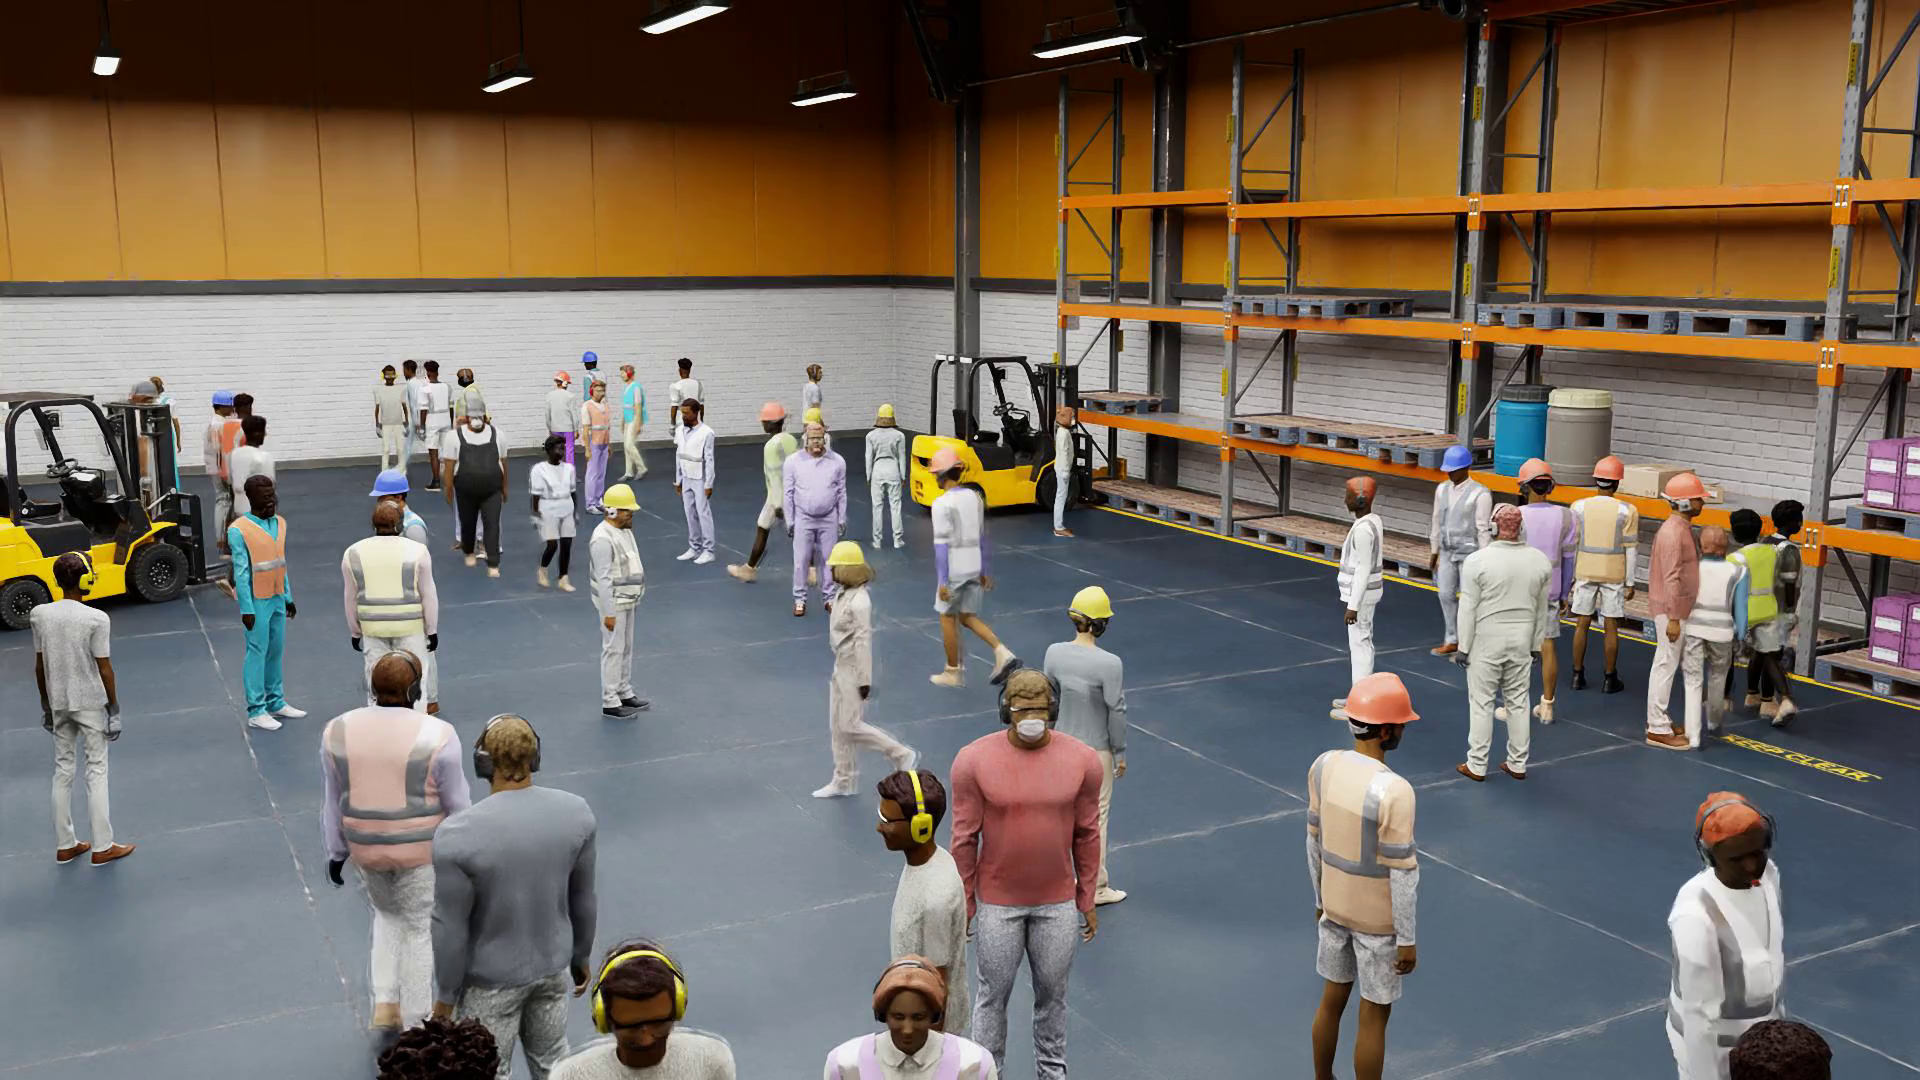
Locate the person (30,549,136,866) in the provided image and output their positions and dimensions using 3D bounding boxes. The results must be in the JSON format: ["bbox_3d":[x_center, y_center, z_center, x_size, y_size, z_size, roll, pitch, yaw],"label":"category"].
[{"bbox_3d":[-5.146,0.984,9.729,0.512,1.861,0.325,1,10,7],"label":"person"}]

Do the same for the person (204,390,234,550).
[{"bbox_3d":[-8.855,-0.839,20.014,0.424,1.934,0.617,-4,11,-24],"label":"person"}]

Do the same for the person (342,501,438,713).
[{"bbox_3d":[-4.003,0.636,11.774,0.634,1.841,0.429,-1,10,-4],"label":"person"}]

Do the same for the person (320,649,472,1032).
[{"bbox_3d":[-2.499,1.388,7.483,0.658,1.826,0.460,1,10,7],"label":"person"}]

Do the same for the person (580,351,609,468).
[{"bbox_3d":[-6.065,-2.159,27.597,0.416,1.939,0.604,3,10,18],"label":"person"}]

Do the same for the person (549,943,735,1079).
[{"bbox_3d":[-0.871,1.912,4.481,0.519,1.828,0.861,-5,11,-25],"label":"person"}]

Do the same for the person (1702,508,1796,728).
[{"bbox_3d":[6.045,0.582,12.617,0.527,1.652,0.844,-2,10,-14],"label":"person"}]

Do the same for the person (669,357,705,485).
[{"bbox_3d":[-4.195,-1.816,25.526,0.614,1.964,0.361,-9,13,-41],"label":"person"}]

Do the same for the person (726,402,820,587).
[{"bbox_3d":[-1.978,-0.481,17.783,1.073,1.982,0.617,4,11,23],"label":"person"}]

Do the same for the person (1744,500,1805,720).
[{"bbox_3d":[6.303,0.523,12.833,0.317,1.697,0.540,1,10,3],"label":"person"}]

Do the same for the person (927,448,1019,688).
[{"bbox_3d":[0.063,0.255,13.546,0.772,2.004,0.617,7,12,36],"label":"person"}]

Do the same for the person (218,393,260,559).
[{"bbox_3d":[-8.382,-0.762,19.580,0.617,1.911,0.853,9,13,41],"label":"person"}]

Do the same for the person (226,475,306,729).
[{"bbox_3d":[-5.269,0.456,12.591,0.391,1.920,0.593,2,10,10],"label":"person"}]

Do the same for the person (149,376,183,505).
[{"bbox_3d":[-11.188,-1.364,23.278,0.513,1.844,0.328,-6,11,-29],"label":"person"}]

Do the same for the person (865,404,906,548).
[{"bbox_3d":[-0.896,-0.775,20.182,0.492,1.742,0.324,0,10,1],"label":"person"}]

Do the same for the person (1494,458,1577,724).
[{"bbox_3d":[4.326,0.396,12.602,0.605,2.035,0.384,-1,10,-5],"label":"person"}]

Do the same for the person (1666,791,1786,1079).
[{"bbox_3d":[2.568,1.708,5.578,0.680,1.856,0.361,-7,12,-36],"label":"person"}]

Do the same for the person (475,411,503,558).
[{"bbox_3d":[-5.583,-0.668,19.496,0.329,1.767,0.529,0,10,-2],"label":"person"}]

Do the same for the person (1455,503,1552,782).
[{"bbox_3d":[3.661,0.694,11.299,0.635,1.900,0.398,-2,10,-13],"label":"person"}]

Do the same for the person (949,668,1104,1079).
[{"bbox_3d":[0.272,1.461,6.747,0.631,1.940,0.372,-2,10,-9],"label":"person"}]

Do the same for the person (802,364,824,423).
[{"bbox_3d":[-2.267,-1.807,25.827,0.346,1.847,0.506,-4,11,-24],"label":"person"}]

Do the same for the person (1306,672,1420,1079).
[{"bbox_3d":[1.635,1.475,6.668,0.358,1.936,0.552,-5,11,-29],"label":"person"}]

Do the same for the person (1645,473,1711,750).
[{"bbox_3d":[5.191,0.506,12.075,0.373,1.997,0.618,4,11,24],"label":"person"}]

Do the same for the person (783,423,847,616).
[{"bbox_3d":[-1.419,-0.203,16.416,0.641,1.909,0.409,-3,10,-15],"label":"person"}]

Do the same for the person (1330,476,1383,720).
[{"bbox_3d":[3.057,0.445,12.759,0.355,1.882,0.576,3,10,18],"label":"person"}]

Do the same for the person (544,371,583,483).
[{"bbox_3d":[-6.115,-1.731,25.684,0.563,1.742,0.338,3,10,19],"label":"person"}]

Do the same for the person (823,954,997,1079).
[{"bbox_3d":[-0.139,1.959,4.774,0.513,1.630,0.318,0,10,0],"label":"person"}]

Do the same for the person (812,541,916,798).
[{"bbox_3d":[-0.651,0.850,10.884,0.594,1.727,0.490,-3,10,-17],"label":"person"}]

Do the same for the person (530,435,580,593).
[{"bbox_3d":[-4.228,-0.272,17.430,0.361,1.680,0.561,9,13,42],"label":"person"}]

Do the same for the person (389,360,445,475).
[{"bbox_3d":[-8.697,-1.952,26.647,1.053,1.862,0.611,1,10,3],"label":"person"}]

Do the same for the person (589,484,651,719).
[{"bbox_3d":[-2.628,0.472,12.800,0.403,1.818,0.601,1,10,6],"label":"person"}]

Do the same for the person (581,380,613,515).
[{"bbox_3d":[-4.971,-1.268,22.742,0.383,1.836,0.570,4,10,19],"label":"person"}]

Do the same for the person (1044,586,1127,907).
[{"bbox_3d":[0.698,1.127,9.168,0.533,1.767,0.327,8,13,39],"label":"person"}]

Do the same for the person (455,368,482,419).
[{"bbox_3d":[-7.417,-1.685,25.184,0.429,1.830,0.640,-3,10,-16],"label":"person"}]

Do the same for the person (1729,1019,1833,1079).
[{"bbox_3d":[1.764,1.992,3.745,0.391,1.920,0.593,-6,11,-29],"label":"person"}]

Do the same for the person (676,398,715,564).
[{"bbox_3d":[-3.044,-0.690,19.218,0.593,1.911,0.384,9,13,40],"label":"person"}]

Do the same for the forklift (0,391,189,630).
[{"bbox_3d":[-9.026,-0.363,16.508,1.214,2.155,2.313,6,11,29],"label":"forklift"}]

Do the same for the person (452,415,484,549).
[{"bbox_3d":[-5.948,-0.702,20.074,0.507,1.632,0.274,-1,10,-6],"label":"person"}]

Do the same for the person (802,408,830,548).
[{"bbox_3d":[-1.715,-0.755,20.146,0.519,1.711,0.478,9,14,43],"label":"person"}]

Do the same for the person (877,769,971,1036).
[{"bbox_3d":[-0.128,1.682,5.704,0.327,1.862,0.511,-1,10,-8],"label":"person"}]

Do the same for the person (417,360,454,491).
[{"bbox_3d":[-7.854,-1.716,24.956,0.365,1.963,0.610,8,12,38],"label":"person"}]

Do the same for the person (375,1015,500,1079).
[{"bbox_3d":[-1.095,1.981,3.672,0.607,1.966,0.367,7,12,35],"label":"person"}]

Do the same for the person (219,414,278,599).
[{"bbox_3d":[-7.187,-0.300,16.842,0.606,1.954,0.526,5,11,28],"label":"person"}]

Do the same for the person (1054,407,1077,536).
[{"bbox_3d":[1.331,-0.869,21.038,0.278,1.631,0.507,0,10,2],"label":"person"}]

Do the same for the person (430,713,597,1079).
[{"bbox_3d":[-1.613,1.583,6.083,0.641,1.927,0.370,-9,13,-42],"label":"person"}]

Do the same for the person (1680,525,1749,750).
[{"bbox_3d":[5.457,0.685,12.166,0.523,1.598,0.811,4,11,21],"label":"person"}]

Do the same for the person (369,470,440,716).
[{"bbox_3d":[-4.276,0.418,12.768,0.426,1.938,0.604,-9,13,-42],"label":"person"}]

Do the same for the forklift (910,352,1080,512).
[{"bbox_3d":[0.460,-1.461,22.833,2.313,2.155,1.214,-5,11,-28],"label":"forklift"}]

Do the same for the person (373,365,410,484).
[{"bbox_3d":[-8.717,-1.763,25.547,0.505,1.862,0.328,-6,11,-29],"label":"person"}]

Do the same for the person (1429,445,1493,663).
[{"bbox_3d":[4.345,0.125,14.502,0.459,1.922,0.623,-6,11,-30],"label":"person"}]

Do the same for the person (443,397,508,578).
[{"bbox_3d":[-5.399,-0.643,18.562,0.697,2.000,0.948,-4,11,-22],"label":"person"}]

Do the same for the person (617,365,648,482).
[{"bbox_3d":[-5.120,-1.813,25.901,0.492,1.827,0.607,-5,11,-27],"label":"person"}]

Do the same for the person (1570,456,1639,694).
[{"bbox_3d":[5.221,0.282,13.534,0.552,1.937,0.356,6,12,32],"label":"person"}]
